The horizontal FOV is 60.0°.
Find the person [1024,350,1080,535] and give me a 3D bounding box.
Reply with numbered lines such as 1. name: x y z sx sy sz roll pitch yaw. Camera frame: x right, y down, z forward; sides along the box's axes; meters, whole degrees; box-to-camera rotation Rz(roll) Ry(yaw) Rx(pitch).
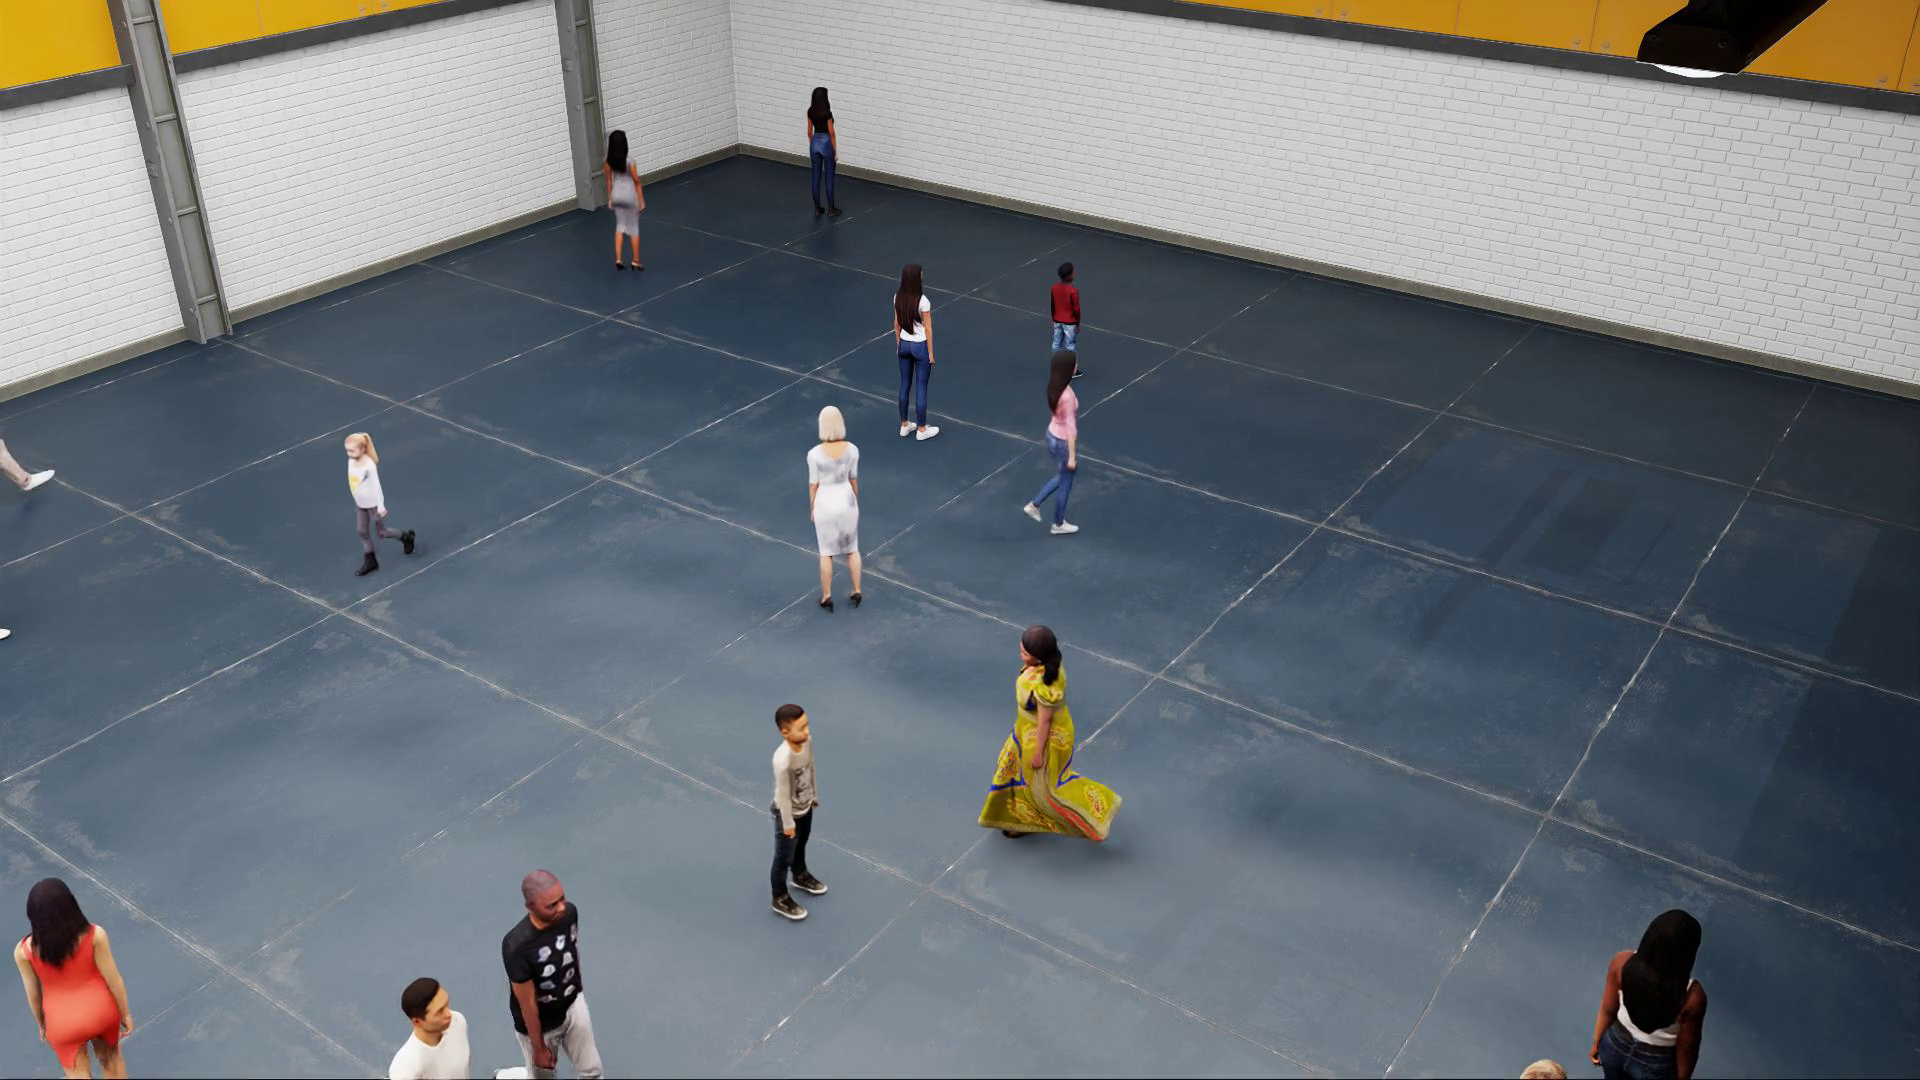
1. person: 0.801 -0.818 14.360 0.845 1.733 0.783 -6 29 -10

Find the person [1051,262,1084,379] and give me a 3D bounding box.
1. person: 1.116 -2.334 17.638 0.495 1.256 0.470 19 34 31

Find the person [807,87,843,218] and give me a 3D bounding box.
1. person: -1.862 -5.249 22.477 0.600 1.739 0.583 13 31 22

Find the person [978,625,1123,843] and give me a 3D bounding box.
1. person: 0.617 1.267 10.640 1.269 1.635 1.249 -3 29 -5

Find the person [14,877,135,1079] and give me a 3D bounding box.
1. person: -4.416 2.464 8.376 1.013 1.701 0.917 -15 32 -25

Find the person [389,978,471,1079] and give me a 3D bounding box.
1. person: -2.484 2.757 7.776 0.825 1.762 1.074 12 31 22

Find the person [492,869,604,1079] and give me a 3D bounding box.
1. person: -2.141 2.391 8.433 0.704 1.776 0.995 17 33 28

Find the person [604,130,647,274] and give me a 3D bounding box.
1. person: -4.122 -4.134 20.388 0.640 1.782 0.609 10 30 17

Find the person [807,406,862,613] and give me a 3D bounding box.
1. person: -0.987 -0.242 13.294 0.635 1.744 0.716 -9 30 -16

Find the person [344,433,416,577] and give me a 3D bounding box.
1. person: -4.903 -0.332 13.960 0.488 1.263 0.782 18 34 30

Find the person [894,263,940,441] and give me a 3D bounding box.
1. person: -0.450 -1.837 16.186 0.592 1.774 0.509 20 34 32

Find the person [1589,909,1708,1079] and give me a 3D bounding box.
1. person: 3.268 2.578 8.078 1.113 1.787 0.784 -24 37 -37

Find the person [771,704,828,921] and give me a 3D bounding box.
1. person: -1.027 1.629 10.160 0.627 1.459 0.470 12 31 21
